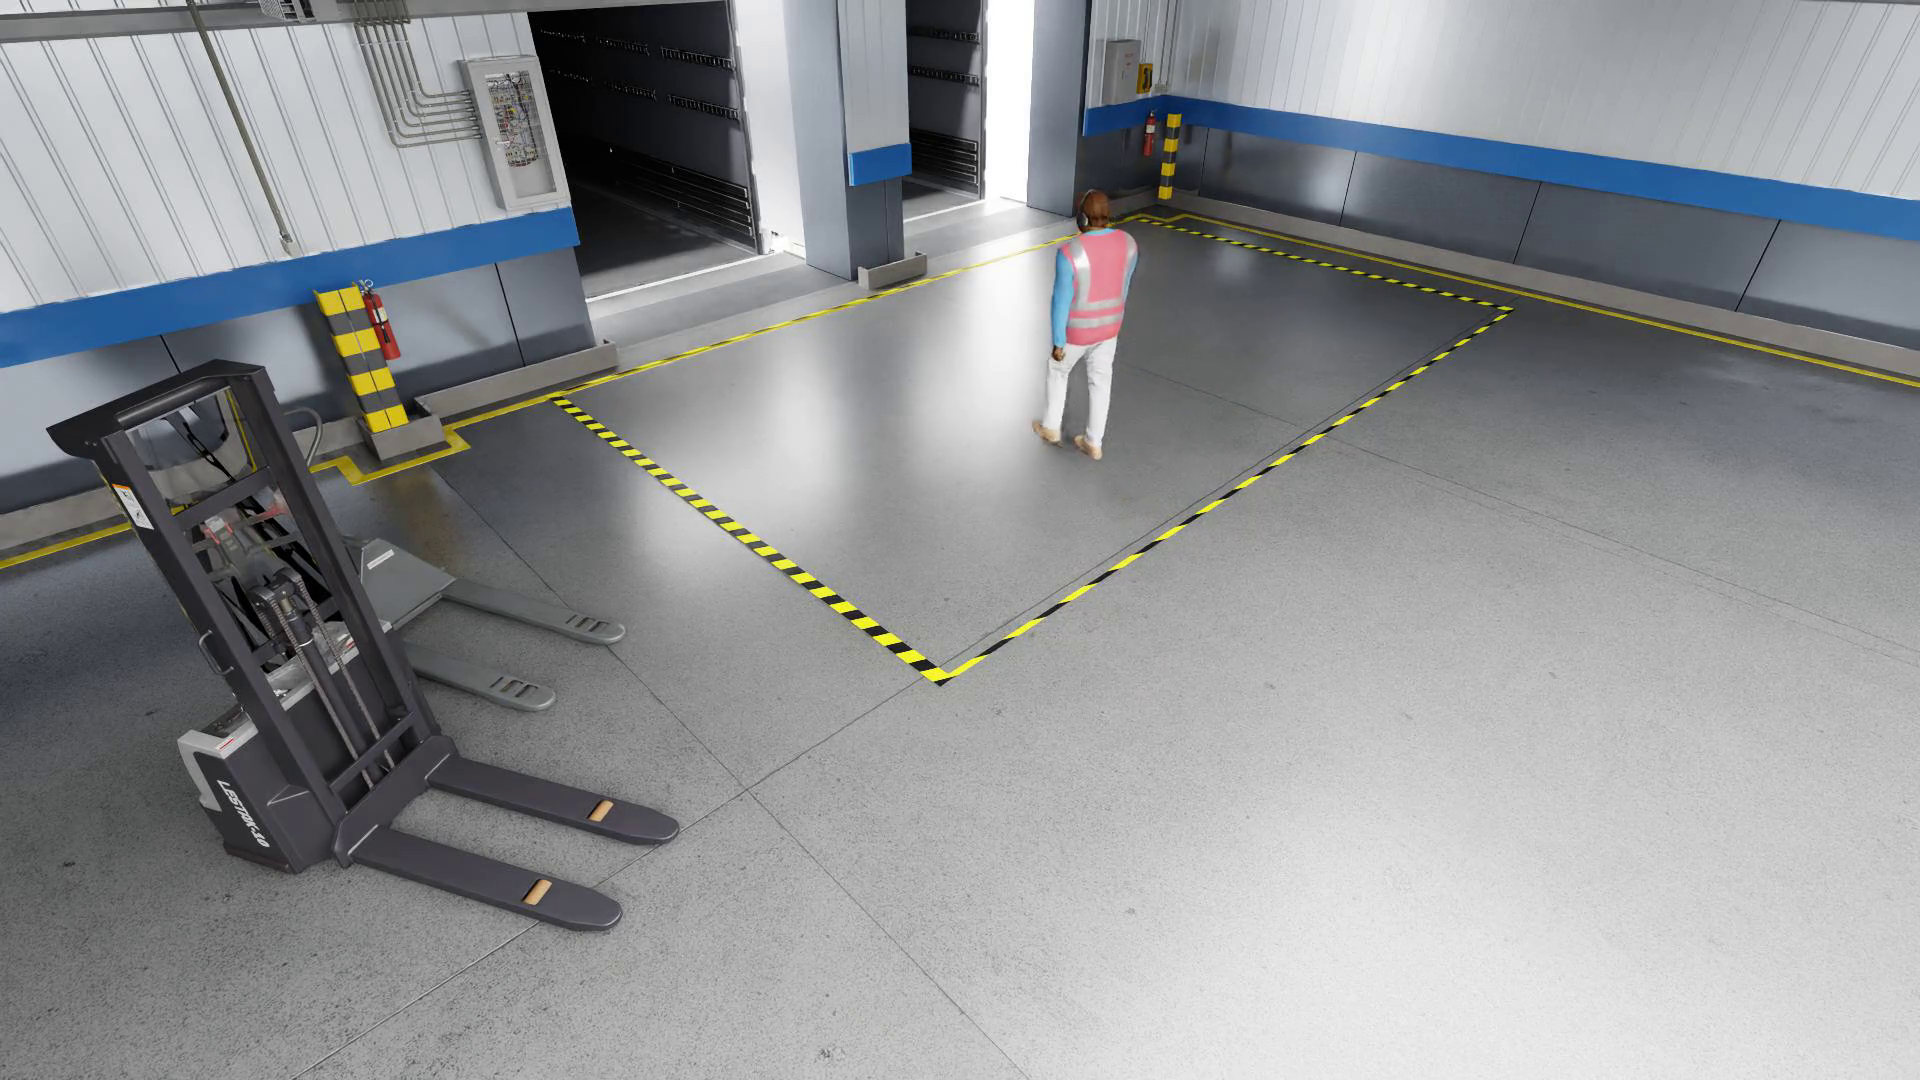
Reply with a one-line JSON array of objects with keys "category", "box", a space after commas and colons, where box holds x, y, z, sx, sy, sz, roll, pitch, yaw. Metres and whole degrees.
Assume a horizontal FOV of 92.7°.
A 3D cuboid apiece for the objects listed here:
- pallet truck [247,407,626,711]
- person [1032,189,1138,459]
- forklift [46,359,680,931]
[{"category": "pallet truck", "box": [-2.628, 0.038, 4.590, 1.601, 1.201, 0.680, 12, 36, 18]}, {"category": "person", "box": [0.834, -1.470, 6.289, 0.648, 1.824, 0.606, -13, 36, -19]}, {"category": "forklift", "box": [-2.135, 0.422, 3.354, 1.885, 1.965, 0.823, 10, 35, 14]}]
